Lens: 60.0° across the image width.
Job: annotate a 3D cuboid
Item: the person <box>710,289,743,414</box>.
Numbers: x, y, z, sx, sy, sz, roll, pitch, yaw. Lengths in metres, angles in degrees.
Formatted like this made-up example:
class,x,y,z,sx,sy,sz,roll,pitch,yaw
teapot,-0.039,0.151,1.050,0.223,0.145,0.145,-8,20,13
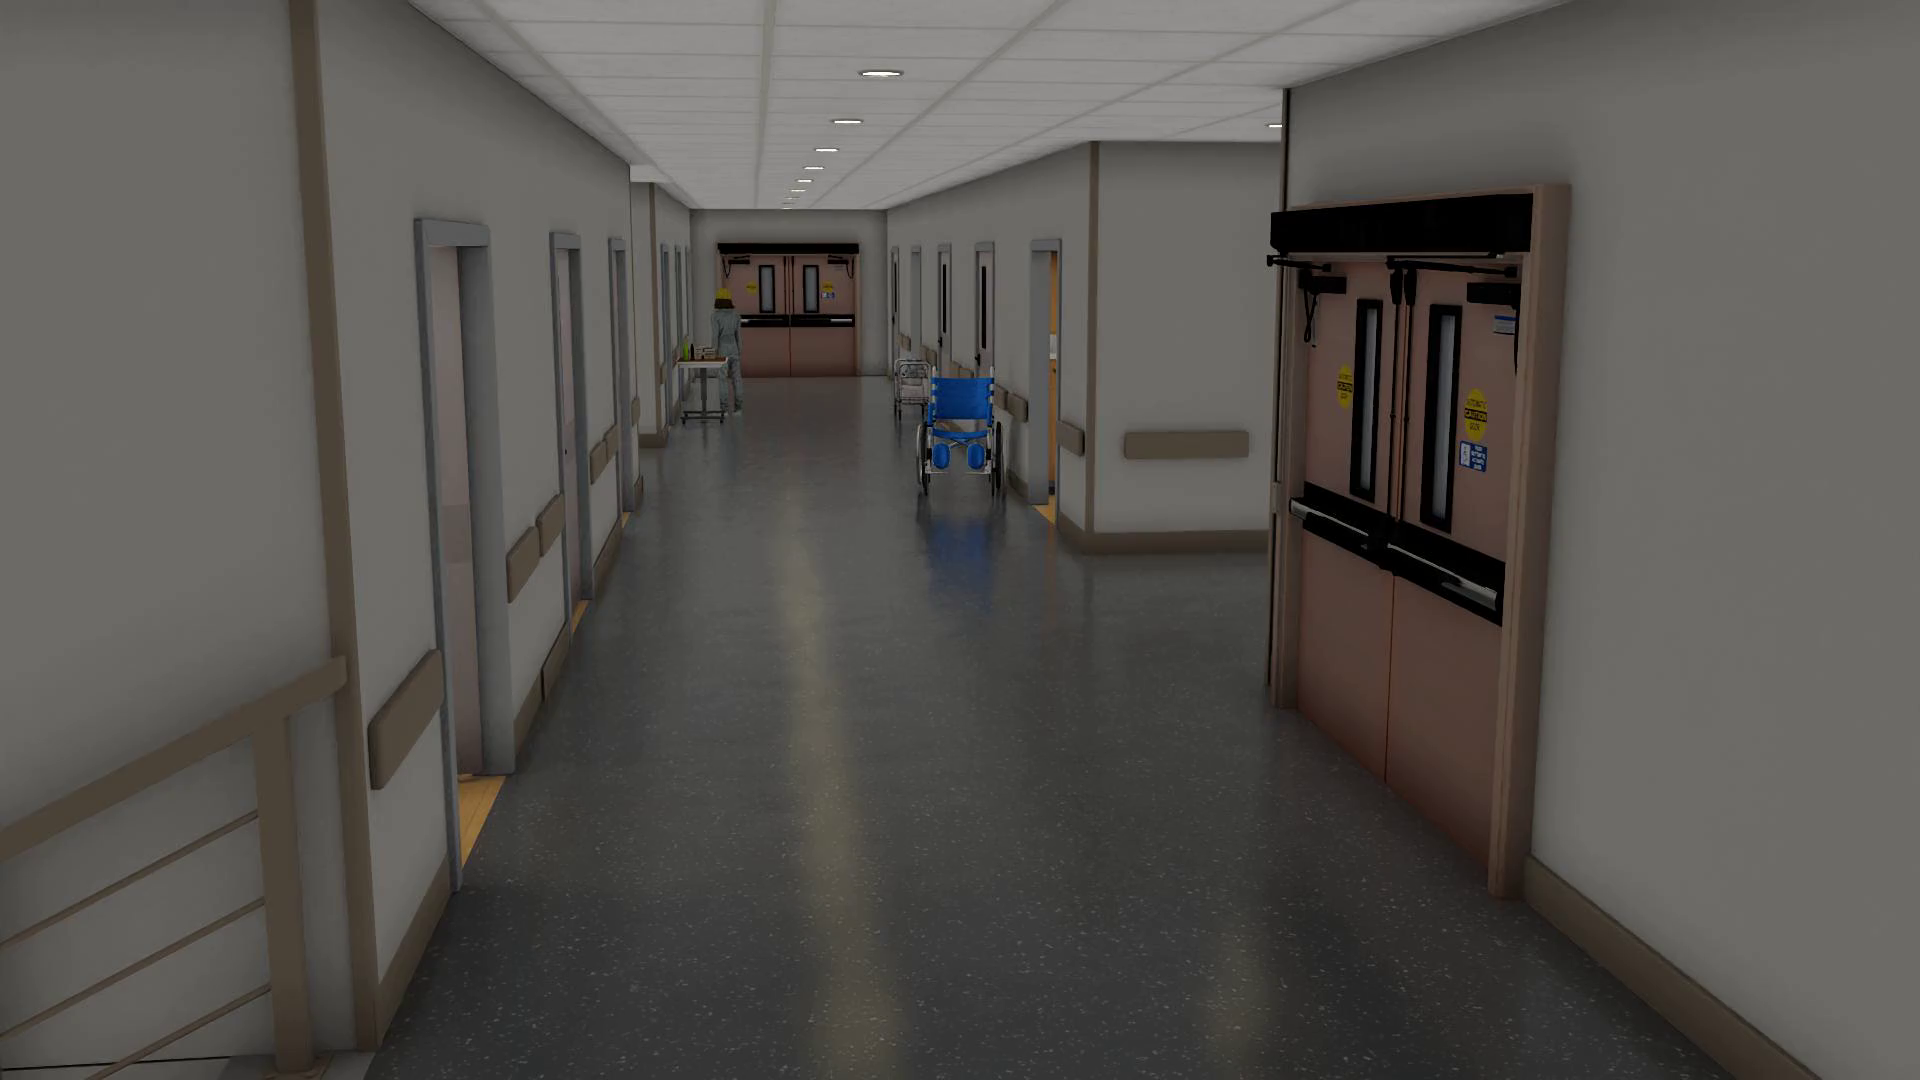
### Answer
class,x,y,z,sx,sy,sz,roll,pitch,yaw
person,-3.266,-2.620,23.152,0.489,1.743,0.322,-8,13,-40
